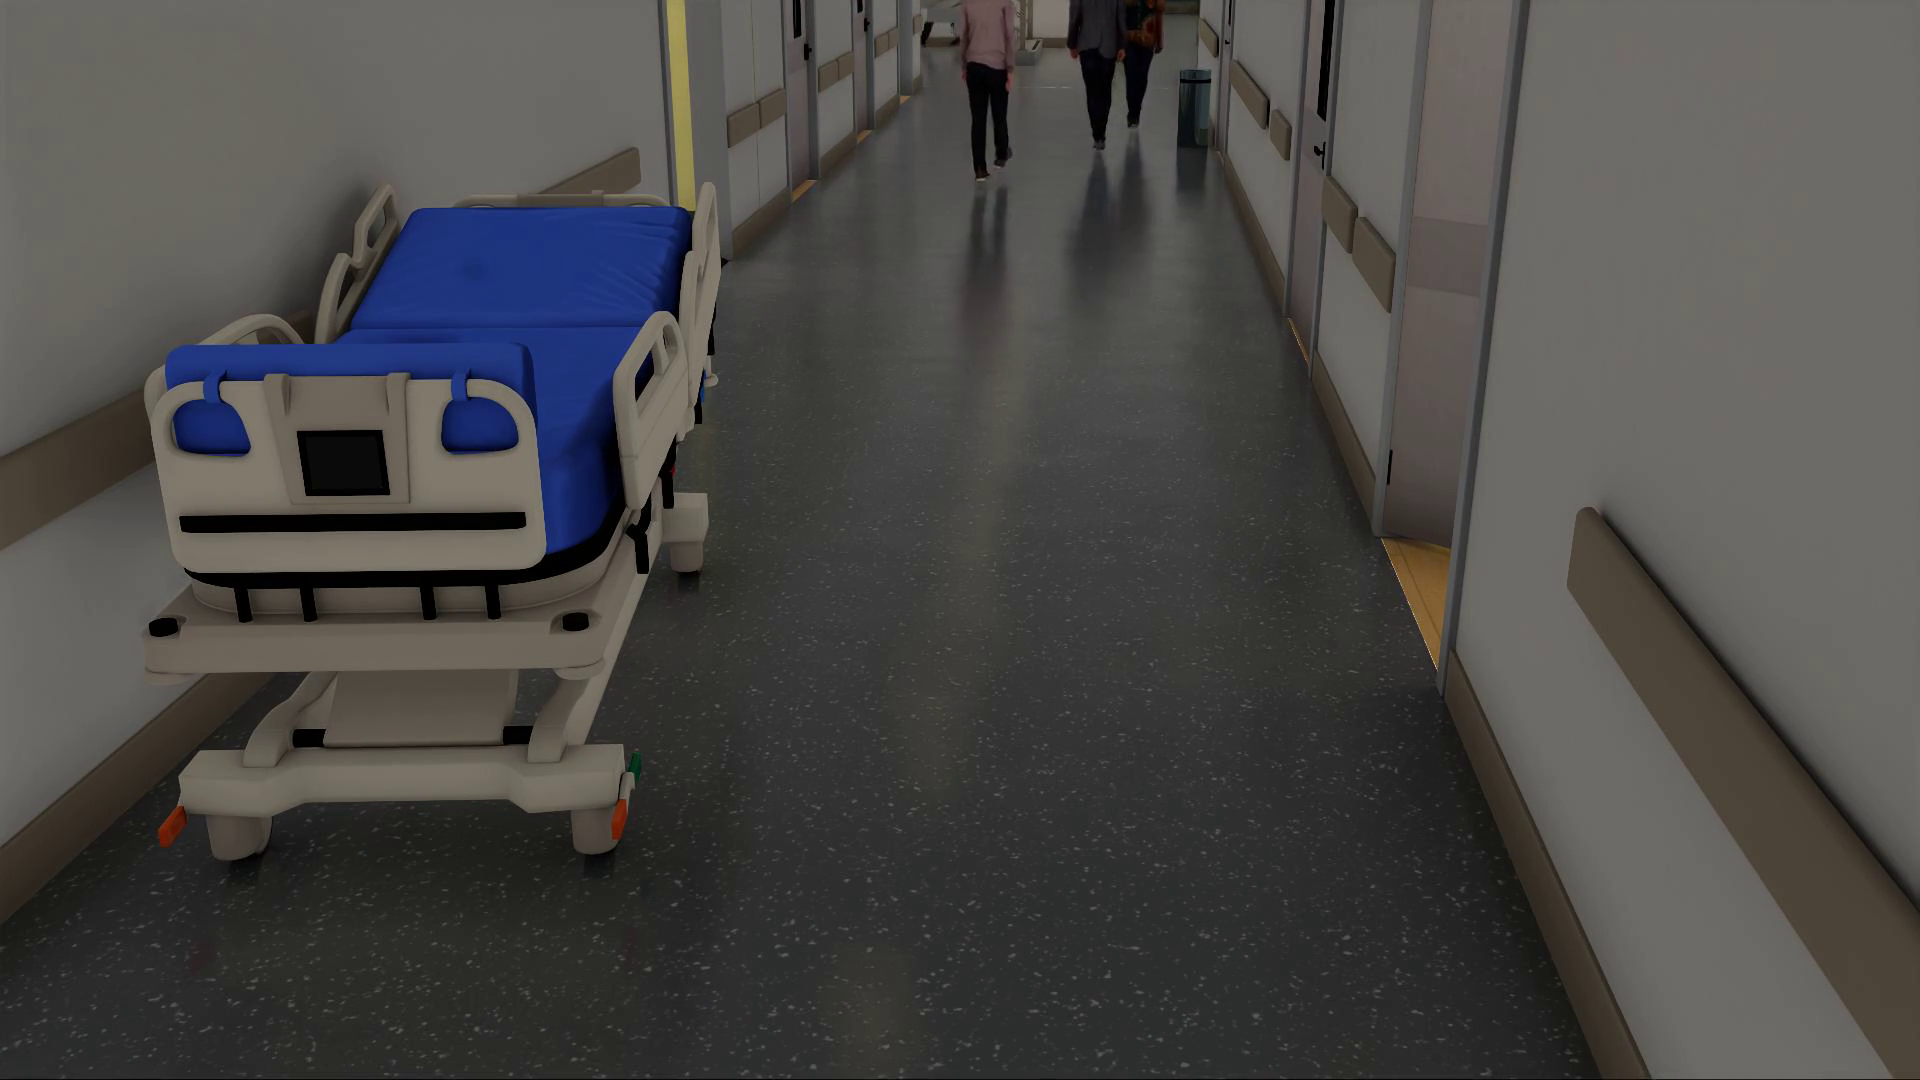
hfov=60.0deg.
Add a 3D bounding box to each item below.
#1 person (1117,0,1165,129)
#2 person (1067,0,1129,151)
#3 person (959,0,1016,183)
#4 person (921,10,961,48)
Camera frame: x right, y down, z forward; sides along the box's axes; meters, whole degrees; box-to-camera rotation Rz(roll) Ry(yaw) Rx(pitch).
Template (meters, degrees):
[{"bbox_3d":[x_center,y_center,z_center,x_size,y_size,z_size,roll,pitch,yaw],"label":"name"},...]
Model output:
[{"bbox_3d":[1.836,-5.152,17.107,1.145,1.770,0.810,0,21,0],"label":"person"},{"bbox_3d":[1.290,-4.528,15.465,1.191,1.806,0.918,-2,21,-4],"label":"person"},{"bbox_3d":[0.202,-3.809,13.631,1.146,1.760,0.832,5,21,13],"label":"person"},{"bbox_3d":[-0.257,-8.930,27.151,1.207,1.761,0.776,-1,21,-4],"label":"person"}]
